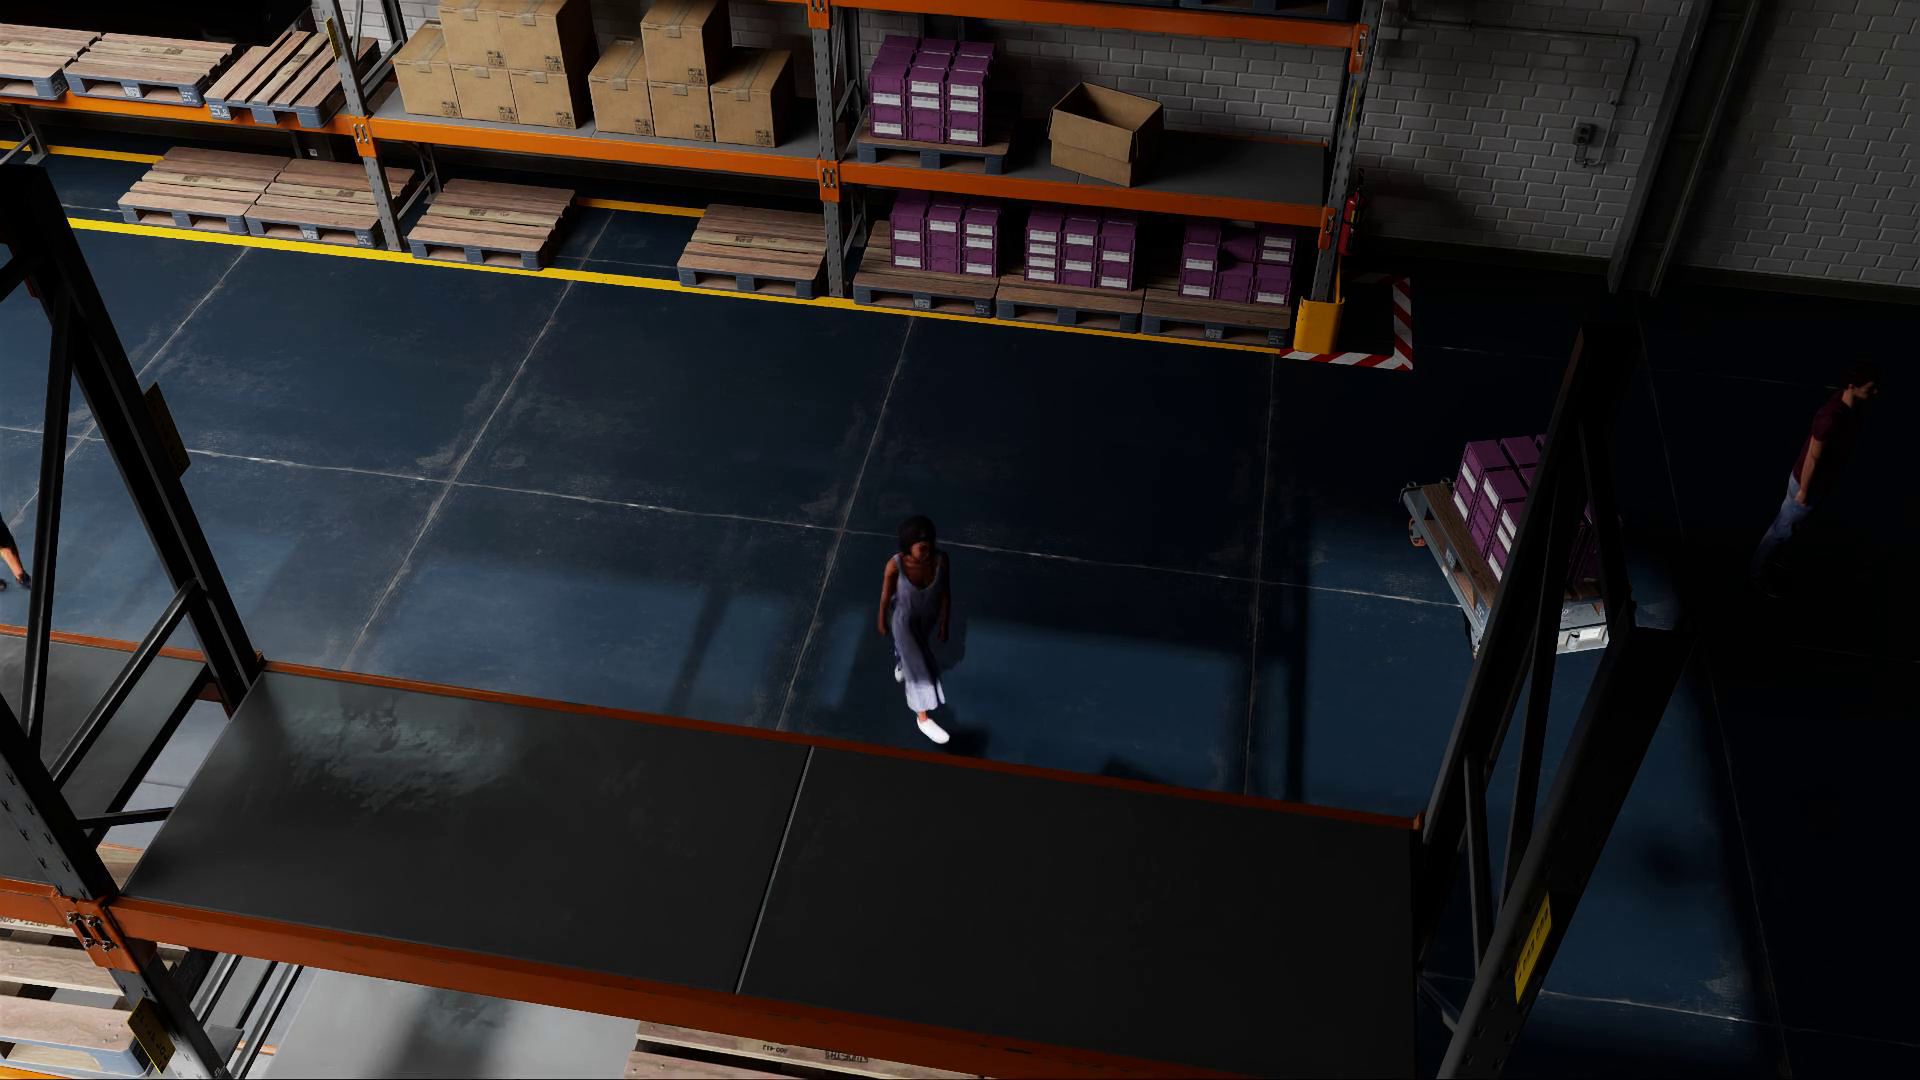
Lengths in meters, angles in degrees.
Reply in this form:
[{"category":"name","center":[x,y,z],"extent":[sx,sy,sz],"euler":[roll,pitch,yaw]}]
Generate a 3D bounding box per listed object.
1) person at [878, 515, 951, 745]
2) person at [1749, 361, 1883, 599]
[{"category":"person","center":[-0.317,0.436,10.344],"extent":[1.082,1.656,1.024],"euler":[-12,45,-12]},{"category":"person","center":[5.723,-0.448,11.127],"extent":[0.737,1.855,0.738],"euler":[31,52,28]}]
